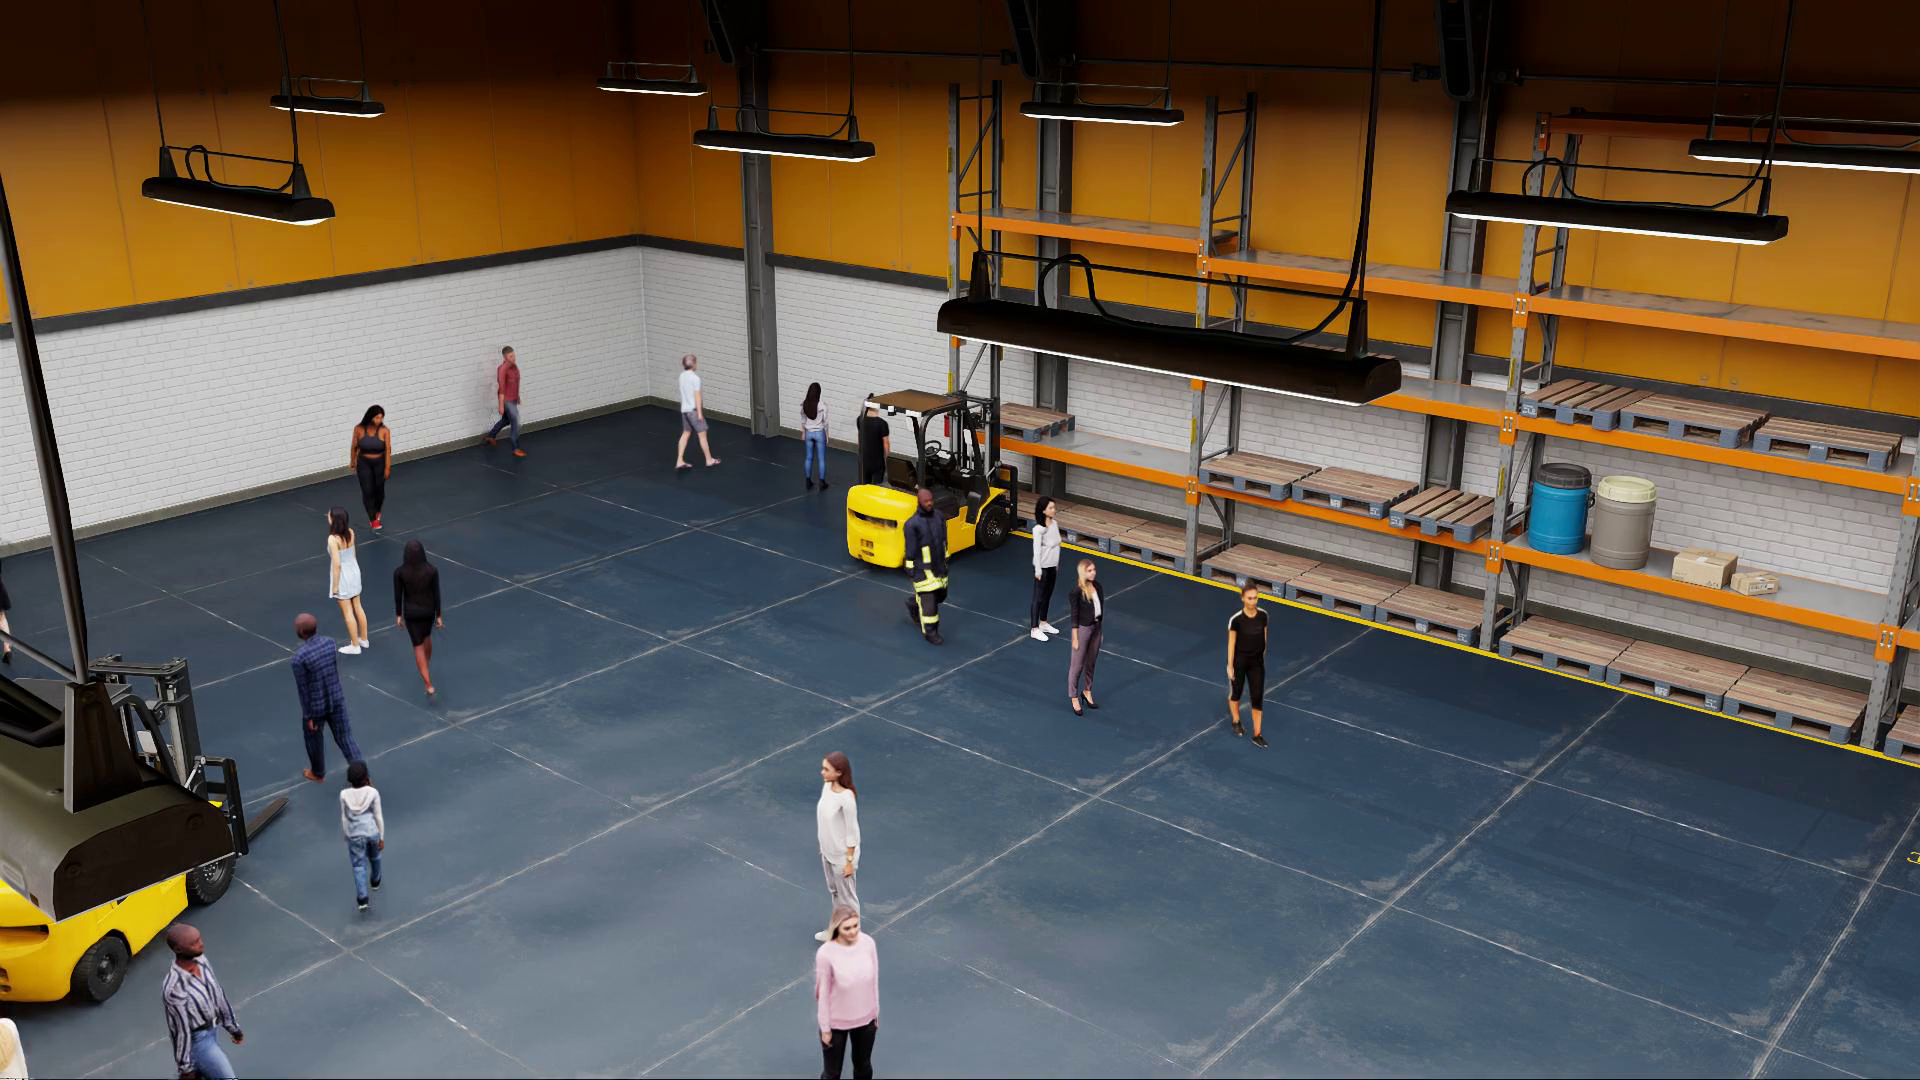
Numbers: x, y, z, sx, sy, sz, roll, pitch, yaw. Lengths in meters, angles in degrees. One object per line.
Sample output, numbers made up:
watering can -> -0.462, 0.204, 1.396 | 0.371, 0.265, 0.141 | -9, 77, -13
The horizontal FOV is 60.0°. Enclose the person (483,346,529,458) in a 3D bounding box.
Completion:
person -> -7.304, -2.232, 26.688 | 1.229, 1.784, 1.068 | 2, 19, 5

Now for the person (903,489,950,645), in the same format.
person -> -0.413, 0.257, 19.259 | 0.826, 1.808, 1.076 | -15, 24, -38

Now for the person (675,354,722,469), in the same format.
person -> -4.240, -1.967, 25.868 | 0.945, 1.806, 0.774 | 17, 25, 41

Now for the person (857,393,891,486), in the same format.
person -> -1.231, -1.188, 23.462 | 0.571, 1.865, 0.771 | 11, 21, 29

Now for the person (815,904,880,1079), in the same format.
person -> -0.741, 3.132, 10.913 | 0.682, 1.687, 0.672 | -9, 21, -25

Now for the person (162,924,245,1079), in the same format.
person -> -4.905, 3.231, 10.528 | 1.204, 1.744, 1.178 | -2, 19, -7

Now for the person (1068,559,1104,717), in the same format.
person -> 1.301, 0.991, 17.295 | 0.615, 1.672, 0.554 | -17, 25, -41

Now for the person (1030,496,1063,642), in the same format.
person -> 0.980, 0.303, 19.292 | 0.583, 1.700, 0.639 | 11, 22, 30

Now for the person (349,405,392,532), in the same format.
person -> -8.200, -1.018, 23.139 | 1.068, 1.749, 1.243 | -4, 19, -12

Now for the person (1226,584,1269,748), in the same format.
person -> 2.841, 1.200, 16.717 | 0.912, 1.643, 1.010 | -3, 19, -10

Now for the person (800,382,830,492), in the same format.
person -> -2.175, -1.562, 24.943 | 0.589, 1.629, 0.727 | 6, 19, 16

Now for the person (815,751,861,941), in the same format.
person -> -0.942, 2.425, 13.011 | 0.719, 1.688, 0.559 | -12, 22, -32

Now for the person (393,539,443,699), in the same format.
person -> -5.729, 0.860, 17.676 | 0.951, 1.676, 1.297 | -10, 21, -27

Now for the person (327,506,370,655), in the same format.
person -> -6.953, 0.442, 18.834 | 0.667, 1.729, 0.667 | 4, 19, 13

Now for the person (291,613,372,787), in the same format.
person -> -5.862, 1.538, 15.494 | 1.181, 1.785, 0.717 | 14, 23, 35

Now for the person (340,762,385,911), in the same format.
person -> -4.924, 2.431, 13.674 | 0.734, 1.253, 0.921 | -7, 20, -20

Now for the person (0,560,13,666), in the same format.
person -> -10.780, 0.575, 18.484 | 1.165, 1.700, 0.674 | 13, 22, 33
